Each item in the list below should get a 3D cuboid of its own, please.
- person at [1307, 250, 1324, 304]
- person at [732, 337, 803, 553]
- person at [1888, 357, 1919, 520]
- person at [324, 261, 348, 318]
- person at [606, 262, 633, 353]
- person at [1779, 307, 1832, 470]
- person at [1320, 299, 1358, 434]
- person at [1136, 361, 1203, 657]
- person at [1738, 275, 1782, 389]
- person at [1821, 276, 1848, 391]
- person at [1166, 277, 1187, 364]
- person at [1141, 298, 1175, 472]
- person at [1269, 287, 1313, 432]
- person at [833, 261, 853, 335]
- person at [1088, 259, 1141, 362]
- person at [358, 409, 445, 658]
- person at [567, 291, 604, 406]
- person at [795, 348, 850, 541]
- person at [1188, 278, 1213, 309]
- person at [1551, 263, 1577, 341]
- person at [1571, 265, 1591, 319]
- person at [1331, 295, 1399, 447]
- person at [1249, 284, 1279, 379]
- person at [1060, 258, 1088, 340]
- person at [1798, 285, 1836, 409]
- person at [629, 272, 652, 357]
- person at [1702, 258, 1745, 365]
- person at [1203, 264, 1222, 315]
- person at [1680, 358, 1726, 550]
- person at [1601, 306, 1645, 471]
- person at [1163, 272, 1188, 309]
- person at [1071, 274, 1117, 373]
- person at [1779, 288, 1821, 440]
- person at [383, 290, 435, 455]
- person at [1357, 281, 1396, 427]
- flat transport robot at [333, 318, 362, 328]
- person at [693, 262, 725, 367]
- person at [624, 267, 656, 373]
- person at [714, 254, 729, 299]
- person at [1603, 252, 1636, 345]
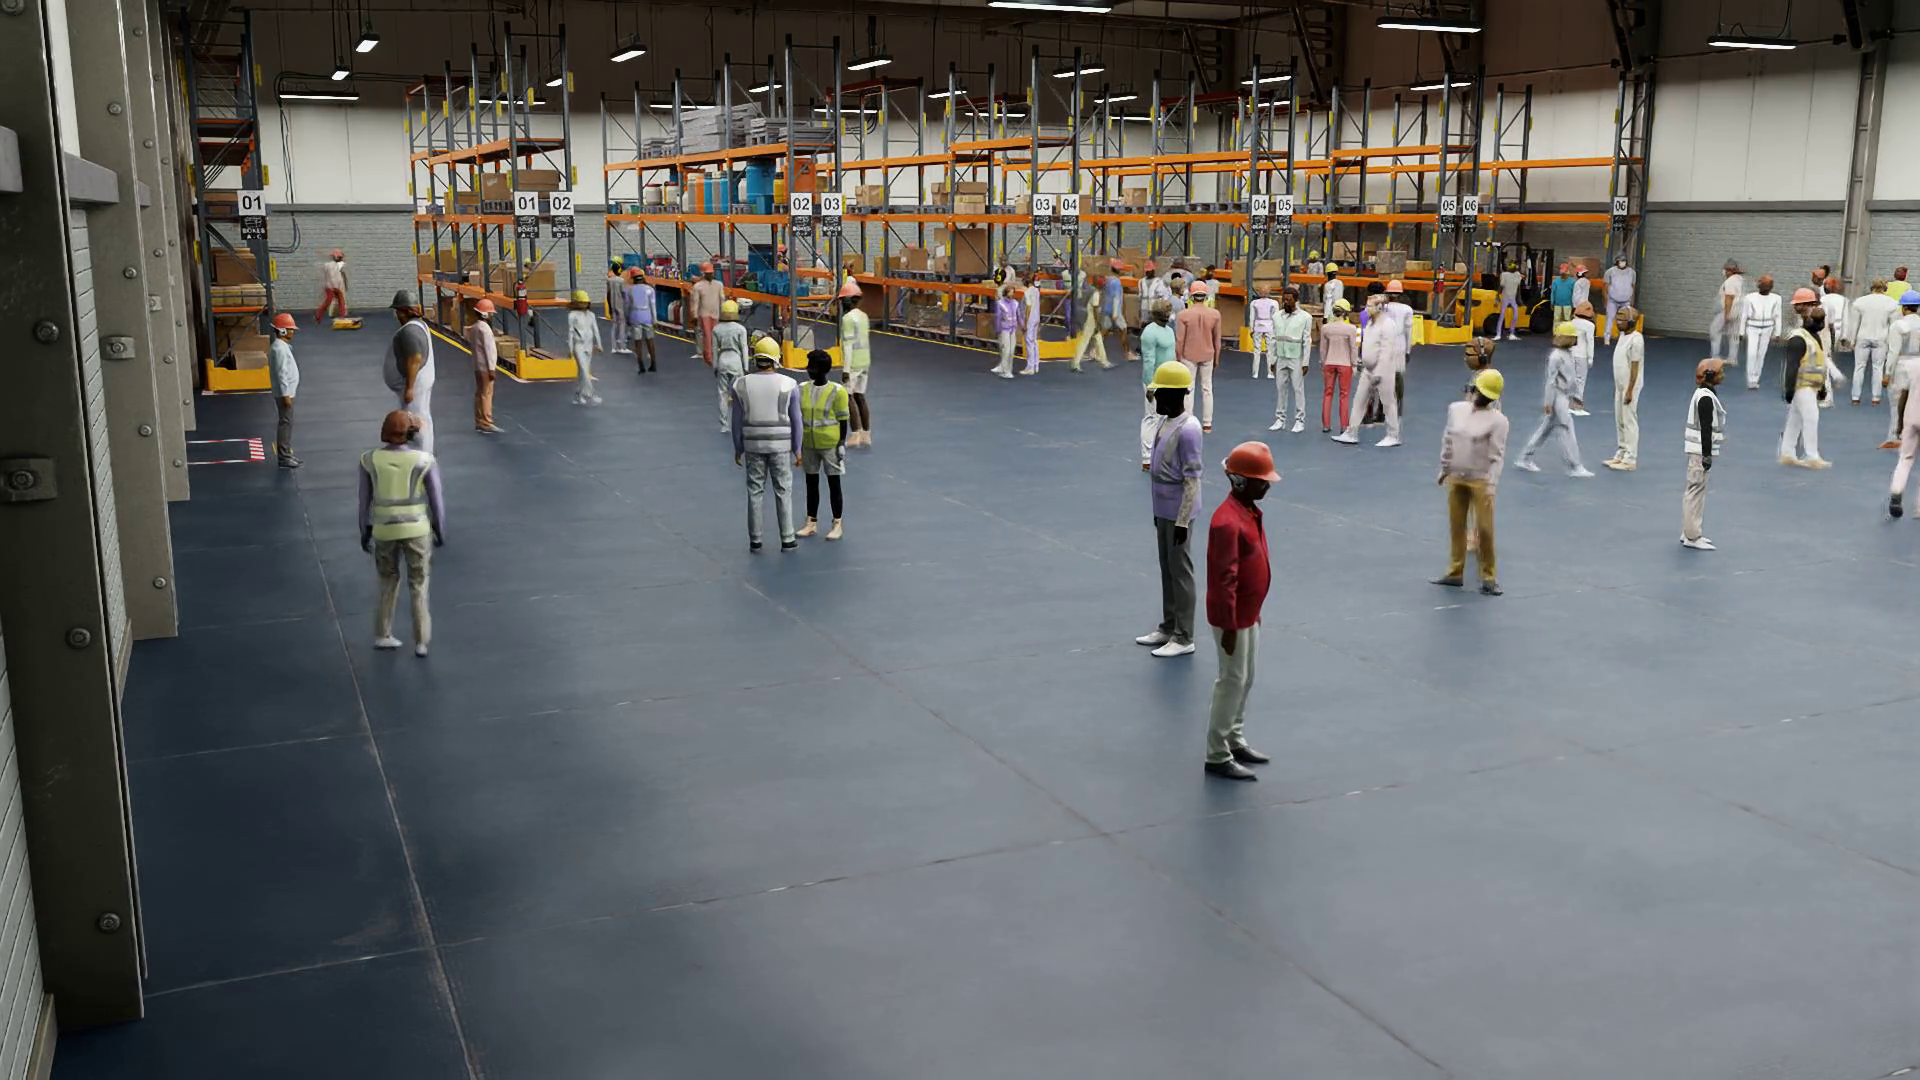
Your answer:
[{"bbox_3d":[9.894,-7.169,46.496,0.404,1.829,0.600,-5,12,-24],"label":"person"},{"bbox_3d":[-1.628,-0.800,14.128,0.597,1.831,0.403,0,11,2],"label":"person"},{"bbox_3d":[8.952,-1.063,15.471,0.683,1.831,0.515,-11,15,-44],"label":"person"},{"bbox_3d":[-17.119,-6.978,45.546,0.646,1.826,0.429,1,11,6],"label":"person"},{"bbox_3d":[-7.027,-4.774,34.225,0.518,1.874,0.326,6,13,30],"label":"person"},{"bbox_3d":[9.657,-1.703,18.738,0.654,1.819,0.756,-10,15,-42],"label":"person"},{"bbox_3d":[4.968,-2.271,21.794,0.522,1.761,0.321,8,14,36],"label":"person"},{"bbox_3d":[1.382,-0.201,10.842,0.368,1.928,0.585,-2,11,-10],"label":"person"},{"bbox_3d":[13.095,-3.375,27.157,0.601,1.850,0.854,2,11,11],"label":"person"},{"bbox_3d":[14.101,-3.328,26.914,0.587,1.864,0.751,-2,11,-12],"label":"person"},{"bbox_3d":[3.157,-2.878,24.415,0.370,1.941,0.627,-1,11,-6],"label":"person"},{"bbox_3d":[2.220,-1.720,18.533,0.363,1.939,0.636,6,13,28],"label":"person"},{"bbox_3d":[4.378,-2.386,22.005,0.587,1.910,0.396,10,15,41],"label":"person"},{"bbox_3d":[-2.797,-5.748,39.475,0.573,1.749,0.338,-9,14,-39],"label":"person"},{"bbox_3d":[2.967,-4.435,32.202,1.031,2.002,0.632,-2,11,-12],"label":"person"},{"bbox_3d":[-3.615,-0.042,10.795,0.535,1.624,0.430,0,11,-2],"label":"person"},{"bbox_3d":[-5.562,-2.852,24.861,0.864,1.702,0.507,8,14,37],"label":"person"},{"bbox_3d":[-1.220,-0.842,14.677,0.536,1.699,0.322,6,12,26],"label":"person"},{"bbox_3d":[4.372,-3.927,30.363,0.540,1.695,0.317,-4,12,-21],"label":"person"},{"bbox_3d":[13.598,-5.354,37.504,0.560,1.744,0.354,6,13,29],"label":"person"},{"bbox_3d":[13.517,-5.125,36.307,0.326,1.752,0.563,10,15,42],"label":"person"},{"bbox_3d":[5.044,-2.066,20.455,0.900,1.868,0.659,-3,12,-16],"label":"person"},{"bbox_3d":[5.291,-3.619,28.937,0.514,1.645,0.308,3,11,14],"label":"person"},{"bbox_3d":[2.545,-5.346,37.080,0.620,1.885,0.883,0,11,0],"label":"person"},{"bbox_3d":[12.739,-2.869,24.708,0.633,1.814,0.457,8,14,34],"label":"person"},{"bbox_3d":[-6.381,-4.527,33.293,0.483,1.745,0.299,0,11,0],"label":"person"},{"bbox_3d":[14.511,-4.345,31.612,0.728,2.000,0.713,10,15,41],"label":"person"},{"bbox_3d":[5.059,-4.697,33.914,0.512,1.845,0.389,-2,11,-11],"label":"person"},{"bbox_3d":[6.406,-0.746,14.344,0.308,1.641,0.514,4,12,19],"label":"person"},{"bbox_3d":[7.482,-1.698,18.691,0.338,1.840,0.511,0,11,-2],"label":"person"},{"bbox_3d":[4.323,-4.513,33.343,0.542,1.695,0.316,-2,11,-9],"label":"person"},{"bbox_3d":[2.426,-3.926,30.152,0.879,1.785,0.639,0,11,-1],"label":"person"},{"bbox_3d":[10.716,-2.234,21.196,0.390,1.923,0.549,1,11,5],"label":"person"},{"bbox_3d":[-6.076,-1.733,18.341,0.536,2.000,0.683,-1,11,-7],"label":"person"},{"bbox_3d":[5.592,-2.508,22.465,0.600,1.967,0.368,-7,13,-33],"label":"person"},{"bbox_3d":[-15.391,-5.457,41.774,0.652,0.197,1.431,-4,12,-18],"label":"flat transport robot"},{"bbox_3d":[-4.758,-4.262,31.390,0.617,1.967,0.840,-7,13,-32],"label":"person"},{"bbox_3d":[-5.769,-3.972,30.055,0.558,1.905,0.620,-4,12,-18],"label":"person"},{"bbox_3d":[-5.914,-6.074,40.800,0.575,1.884,0.355,3,11,14],"label":"person"},{"bbox_3d":[14.397,-5.264,36.285,0.682,2.000,0.537,1,11,5],"label":"person"}]
